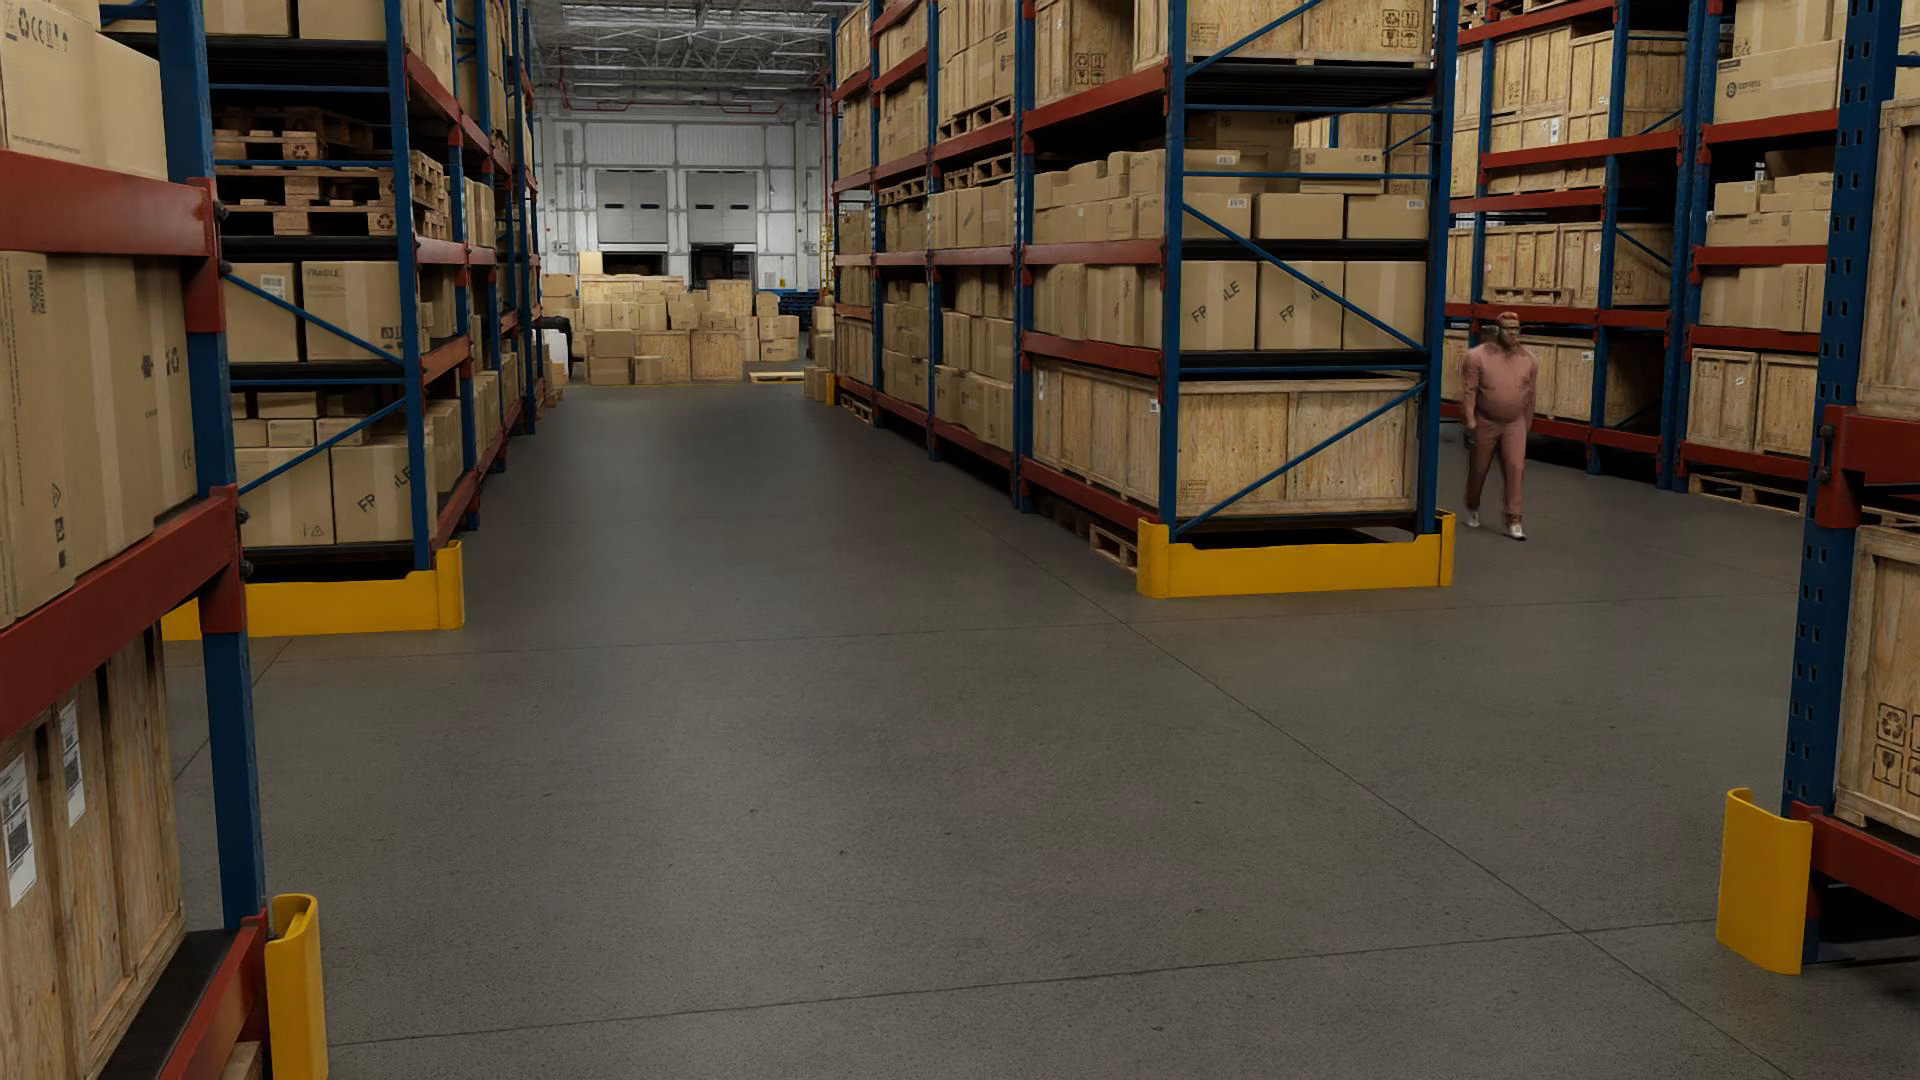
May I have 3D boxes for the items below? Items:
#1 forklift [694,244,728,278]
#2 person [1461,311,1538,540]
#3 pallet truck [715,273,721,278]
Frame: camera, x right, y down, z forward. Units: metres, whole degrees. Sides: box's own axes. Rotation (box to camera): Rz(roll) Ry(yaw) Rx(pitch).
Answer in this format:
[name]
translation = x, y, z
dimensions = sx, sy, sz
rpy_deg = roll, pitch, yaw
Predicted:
[forklift]
translation = -6.612, -6.479, 44.317
dimensions = 1.129, 2.768, 1.873
rpy_deg = -2, 10, -12
[person]
translation = 4.483, -0.979, 13.899
dimensions = 0.641, 1.864, 0.973
rpy_deg = 1, 9, 5
[pallet truck]
translation = -8.580, -8.986, 62.280
dimensions = 1.885, 1.965, 0.823
rpy_deg = 1, 9, 5
